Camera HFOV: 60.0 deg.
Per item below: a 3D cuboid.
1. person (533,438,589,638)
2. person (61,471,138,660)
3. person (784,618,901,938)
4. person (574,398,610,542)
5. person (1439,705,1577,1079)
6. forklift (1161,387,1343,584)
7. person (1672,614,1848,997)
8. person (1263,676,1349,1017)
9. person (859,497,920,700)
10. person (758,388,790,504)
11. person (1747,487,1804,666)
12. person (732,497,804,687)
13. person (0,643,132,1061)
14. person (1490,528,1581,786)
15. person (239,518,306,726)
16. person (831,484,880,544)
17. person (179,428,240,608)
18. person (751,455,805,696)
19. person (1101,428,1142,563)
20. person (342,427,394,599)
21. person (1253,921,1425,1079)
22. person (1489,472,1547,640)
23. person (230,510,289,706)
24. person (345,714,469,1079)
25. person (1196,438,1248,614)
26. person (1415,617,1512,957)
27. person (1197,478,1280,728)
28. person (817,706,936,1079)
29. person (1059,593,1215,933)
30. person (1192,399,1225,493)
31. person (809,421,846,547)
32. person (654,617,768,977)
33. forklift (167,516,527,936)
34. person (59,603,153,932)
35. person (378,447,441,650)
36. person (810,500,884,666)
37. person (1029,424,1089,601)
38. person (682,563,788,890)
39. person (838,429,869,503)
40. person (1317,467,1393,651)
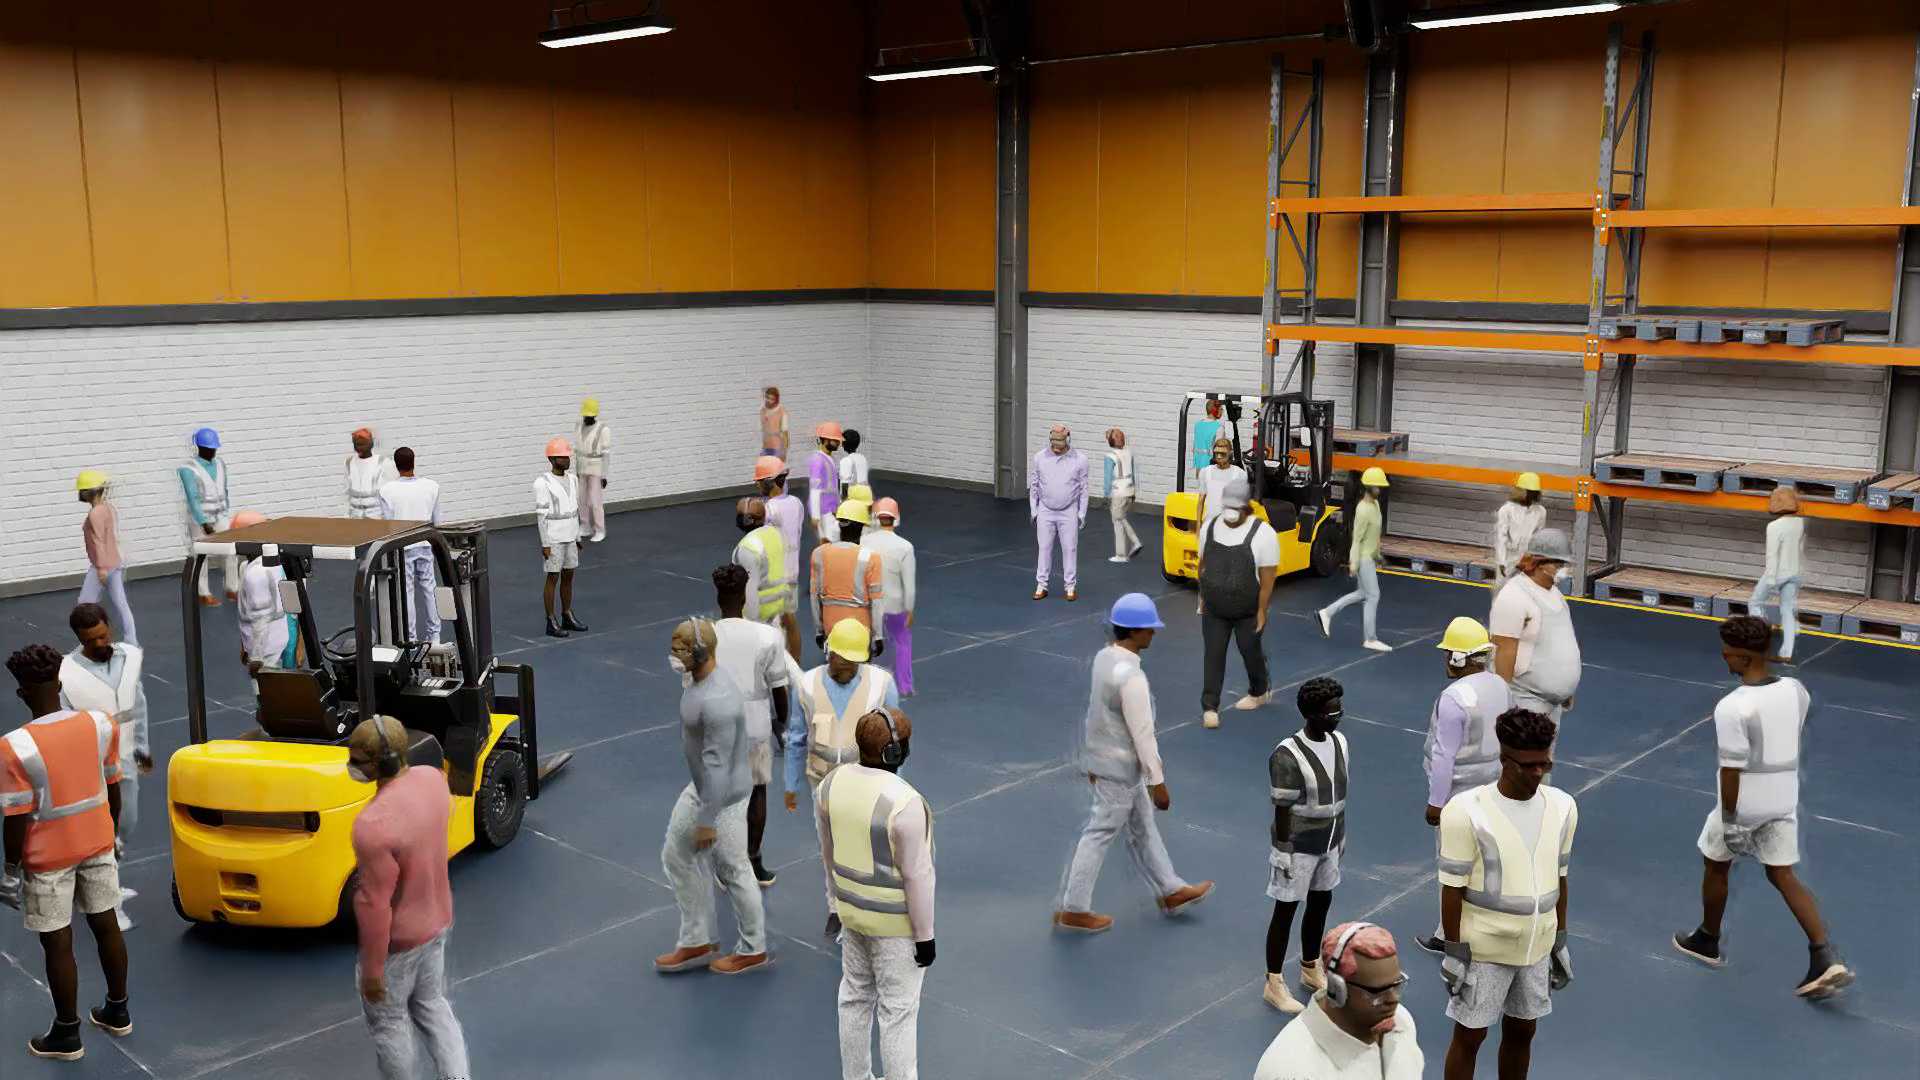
[{"bbox_3d":[-3.878,-0.031,16.205,0.354,1.942,0.545,5,11,27],"label":"person"},{"bbox_3d":[-7.953,0.242,15.200,0.758,1.734,0.557,-2,10,-14],"label":"person"},{"bbox_3d":[-0.646,1.303,9.001,0.640,1.799,0.509,1,10,8],"label":"person"},{"bbox_3d":[-4.725,-0.891,21.275,0.663,1.878,0.458,7,12,35],"label":"person"},{"bbox_3d":[2.209,1.623,6.719,0.605,1.966,0.367,-3,10,-17],"label":"person"},{"bbox_3d":[3.298,-0.608,18.767,1.214,2.155,2.313,9,13,42],"label":"forklift"},{"bbox_3d":[4.108,1.338,8.459,0.622,1.931,0.924,-4,11,-21],"label":"person"},{"bbox_3d":[1.729,1.494,8.241,0.536,1.693,0.320,-8,13,-38],"label":"person"},{"bbox_3d":[-0.668,0.521,13.755,0.604,1.730,0.705,5,11,28],"label":"person"},{"bbox_3d":[-2.661,-1.266,23.665,0.703,1.805,0.405,9,14,42],"label":"person"},{"bbox_3d":[7.399,0.323,15.121,0.507,1.616,0.570,-5,11,-24],"label":"person"},{"bbox_3d":[-1.558,0.549,13.272,0.830,1.813,0.629,4,11,21],"label":"person"},{"bbox_3d":[-4.188,1.443,7.762,0.383,1.958,0.603,5,11,28],"label":"person"},{"bbox_3d":[3.648,0.916,10.529,0.540,2.000,0.698,9,13,42],"label":"person"},{"bbox_3d":[-4.956,0.754,12.010,0.508,1.846,0.345,1,10,6],"label":"person"},{"bbox_3d":[-1.005,0.307,14.998,0.539,1.693,0.685,-7,12,-36],"label":"person"},{"bbox_3d":[-7.790,-0.220,17.349,0.691,1.912,0.616,5,11,24],"label":"person"},{"bbox_3d":[-1.562,0.300,14.048,0.387,2.038,0.605,4,11,24],"label":"person"},{"bbox_3d":[1.918,-0.532,19.975,0.374,1.620,0.523,8,12,37],"label":"person"},{"bbox_3d":[-6.308,-0.281,17.842,0.604,1.872,0.565,2,10,13],"label":"person"},{"bbox_3d":[1.110,1.998,4.753,0.644,1.907,0.399,-9,13,-41],"label":"person"},{"bbox_3d":[5.243,0.208,15.558,0.502,1.694,0.916,-1,10,-5],"label":"person"},{"bbox_3d":[-4.977,0.743,11.819,0.378,1.933,0.551,-2,10,-13],"label":"person"},{"bbox_3d":[-2.283,1.619,6.889,0.616,1.912,0.737,2,10,11],"label":"person"},{"bbox_3d":[2.681,-0.133,17.059,0.517,1.843,0.325,3,10,17],"label":"person"},{"bbox_3d":[2.691,1.314,8.911,0.595,1.820,0.403,-10,14,-43],"label":"person"},{"bbox_3d":[2.214,0.433,13.280,0.688,2.000,0.937,5,11,27],"label":"person"},{"bbox_3d":[-0.318,1.612,7.129,0.429,1.845,0.620,-10,14,-43],"label":"person"},{"bbox_3d":[0.992,1.231,9.110,0.967,1.897,0.640,-1,10,-6],"label":"person"},{"bbox_3d":[3.203,-0.899,21.424,0.374,1.840,0.568,-5,11,-29],"label":"person"},{"bbox_3d":[-1.429,-0.327,17.962,0.477,1.914,0.569,1,10,5],"label":"person"},{"bbox_3d":[-1.331,1.333,8.502,0.747,1.908,0.663,-4,11,-20],"label":"person"},{"bbox_3d":[-3.583,0.976,9.748,1.214,2.155,2.313,2,10,11],"label":"forklift"},{"bbox_3d":[-4.807,1.233,9.217,0.606,1.873,0.665,3,10,18],"label":"person"},{"bbox_3d":[-5.150,0.082,15.638,0.590,1.914,0.386,-9,13,-42],"label":"person"},{"bbox_3d":[-0.823,0.655,12.378,0.589,1.913,0.399,4,11,23],"label":"person"},{"bbox_3d":[1.052,-0.291,17.803,0.637,1.902,0.406,2,10,11],"label":"person"},{"bbox_3d":[-1.313,1.103,9.767,0.620,1.942,0.449,-2,10,-10],"label":"person"},{"bbox_3d":[-1.222,-0.434,19.201,0.352,1.684,0.572,5,11,25],"label":"person"},{"bbox_3d":[3.749,0.160,15.670,0.676,1.741,0.520,4,11,22],"label":"person"}]
